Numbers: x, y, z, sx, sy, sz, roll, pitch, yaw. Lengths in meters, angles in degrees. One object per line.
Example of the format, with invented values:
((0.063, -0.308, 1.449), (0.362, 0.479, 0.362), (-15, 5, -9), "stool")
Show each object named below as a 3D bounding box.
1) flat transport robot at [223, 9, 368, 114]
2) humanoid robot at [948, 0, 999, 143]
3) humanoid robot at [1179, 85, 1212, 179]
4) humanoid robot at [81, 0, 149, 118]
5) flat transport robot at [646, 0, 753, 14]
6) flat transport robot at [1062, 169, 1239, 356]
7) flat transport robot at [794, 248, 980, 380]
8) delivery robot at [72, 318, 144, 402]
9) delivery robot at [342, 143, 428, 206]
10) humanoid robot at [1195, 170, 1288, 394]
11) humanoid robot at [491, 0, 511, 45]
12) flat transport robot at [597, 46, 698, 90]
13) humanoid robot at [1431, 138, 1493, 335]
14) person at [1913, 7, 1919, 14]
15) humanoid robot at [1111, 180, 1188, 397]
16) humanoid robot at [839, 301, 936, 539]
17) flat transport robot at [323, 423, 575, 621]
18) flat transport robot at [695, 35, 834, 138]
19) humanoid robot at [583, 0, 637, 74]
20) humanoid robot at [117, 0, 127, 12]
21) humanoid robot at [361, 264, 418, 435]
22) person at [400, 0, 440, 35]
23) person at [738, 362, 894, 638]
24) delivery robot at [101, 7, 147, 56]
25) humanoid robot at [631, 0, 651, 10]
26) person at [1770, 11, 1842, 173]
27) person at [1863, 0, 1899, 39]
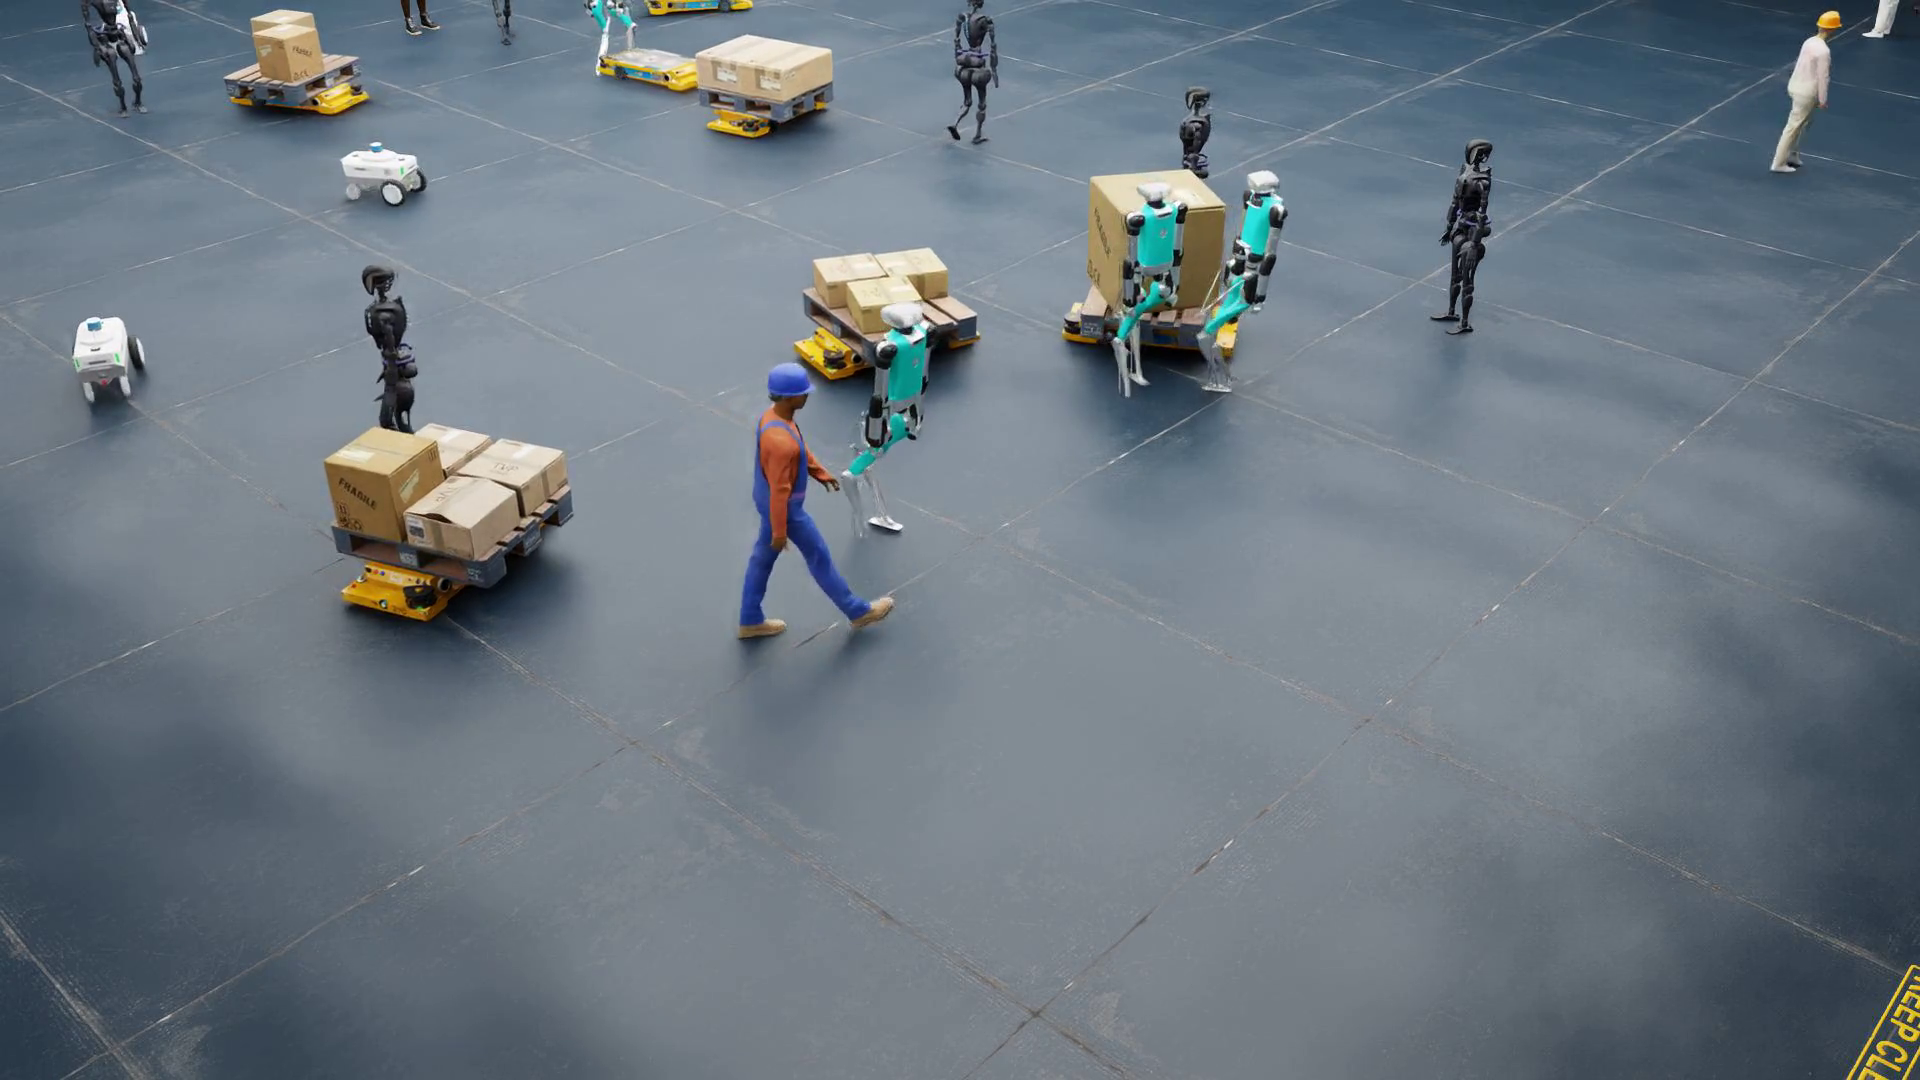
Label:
((-7.810, -5.274, 19.647), (1.431, 0.231, 0.659), (10, 33, 15), "flat transport robot")
((0.106, -5.137, 18.079), (0.603, 1.645, 0.465), (23, 39, 33), "humanoid robot")
((2.089, -3.302, 15.133), (0.340, 1.655, 0.593), (1, 32, 2), "humanoid robot")
((-9.605, -5.657, 18.940), (0.349, 1.653, 0.594), (25, 40, 34), "humanoid robot")
((-3.669, -7.601, 23.394), (1.431, 0.231, 0.659), (-8, 33, -12), "flat transport robot")
((1.621, -1.829, 14.100), (1.431, 0.231, 0.659), (7, 33, 11), "flat transport robot")
((-0.607, -1.697, 13.886), (1.431, 0.231, 0.659), (-18, 36, -27), "flat transport robot")
((-6.838, -1.484, 13.266), (0.499, 0.587, 0.777), (-11, 34, -18), "delivery robot")
((-5.853, -3.725, 16.884), (0.779, 0.597, 0.499), (7, 33, 11), "delivery robot")
((2.056, -1.955, 12.915), (0.824, 1.771, 0.547), (-11, 34, -17), "humanoid robot")
((-6.073, -7.365, 21.711), (0.585, 1.632, 0.754), (-16, 35, -23), "humanoid robot")
((-3.749, -5.824, 20.533), (1.431, 0.231, 0.659), (20, 37, 29), "flat transport robot")
((4.233, -2.542, 13.899), (0.315, 1.657, 0.599), (-4, 32, -7), "humanoid robot")
((13.744, -7.922, 22.444), (1.073, 1.820, 0.644), (23, 39, 32), "person")
((1.375, -1.973, 12.961), (0.545, 1.818, 0.688), (-17, 36, -25), "humanoid robot")
((-0.551, -0.789, 11.053), (0.728, 1.797, 0.534), (22, 38, 31), "humanoid robot")
((-3.349, 0.048, 11.077), (0.659, 0.231, 1.431), (12, 34, 18), "flat transport robot")
((-2.198, -4.937, 19.104), (0.659, 0.231, 1.431), (18, 36, 26), "flat transport robot")
((-4.327, -6.679, 20.545), (0.552, 1.787, 0.807), (7, 33, 11), "humanoid robot")
((-11.551, -7.861, 22.454), (0.722, 1.801, 0.555), (27, 41, 36), "humanoid robot")
((-3.975, -1.148, 11.675), (0.330, 1.652, 0.586), (-12, 34, -18), "humanoid robot")
((-7.275, -7.711, 21.963), (0.367, 1.966, 0.606), (19, 37, 28), "person")
((-0.938, -0.233, 10.019), (0.993, 1.850, 0.517), (-9, 33, -14), "person")
((-10.833, -6.587, 21.472), (0.514, 0.576, 0.747), (-9, 33, -14), "delivery robot")
((-4.571, -8.281, 23.124), (0.992, 1.762, 0.526), (23, 39, 32), "humanoid robot")
((8.859, -4.638, 17.274), (0.544, 1.677, 0.513), (0, 32, 0), "person")
((12.254, -7.433, 21.823), (0.518, 1.636, 0.310), (-25, 40, -34), "person")
